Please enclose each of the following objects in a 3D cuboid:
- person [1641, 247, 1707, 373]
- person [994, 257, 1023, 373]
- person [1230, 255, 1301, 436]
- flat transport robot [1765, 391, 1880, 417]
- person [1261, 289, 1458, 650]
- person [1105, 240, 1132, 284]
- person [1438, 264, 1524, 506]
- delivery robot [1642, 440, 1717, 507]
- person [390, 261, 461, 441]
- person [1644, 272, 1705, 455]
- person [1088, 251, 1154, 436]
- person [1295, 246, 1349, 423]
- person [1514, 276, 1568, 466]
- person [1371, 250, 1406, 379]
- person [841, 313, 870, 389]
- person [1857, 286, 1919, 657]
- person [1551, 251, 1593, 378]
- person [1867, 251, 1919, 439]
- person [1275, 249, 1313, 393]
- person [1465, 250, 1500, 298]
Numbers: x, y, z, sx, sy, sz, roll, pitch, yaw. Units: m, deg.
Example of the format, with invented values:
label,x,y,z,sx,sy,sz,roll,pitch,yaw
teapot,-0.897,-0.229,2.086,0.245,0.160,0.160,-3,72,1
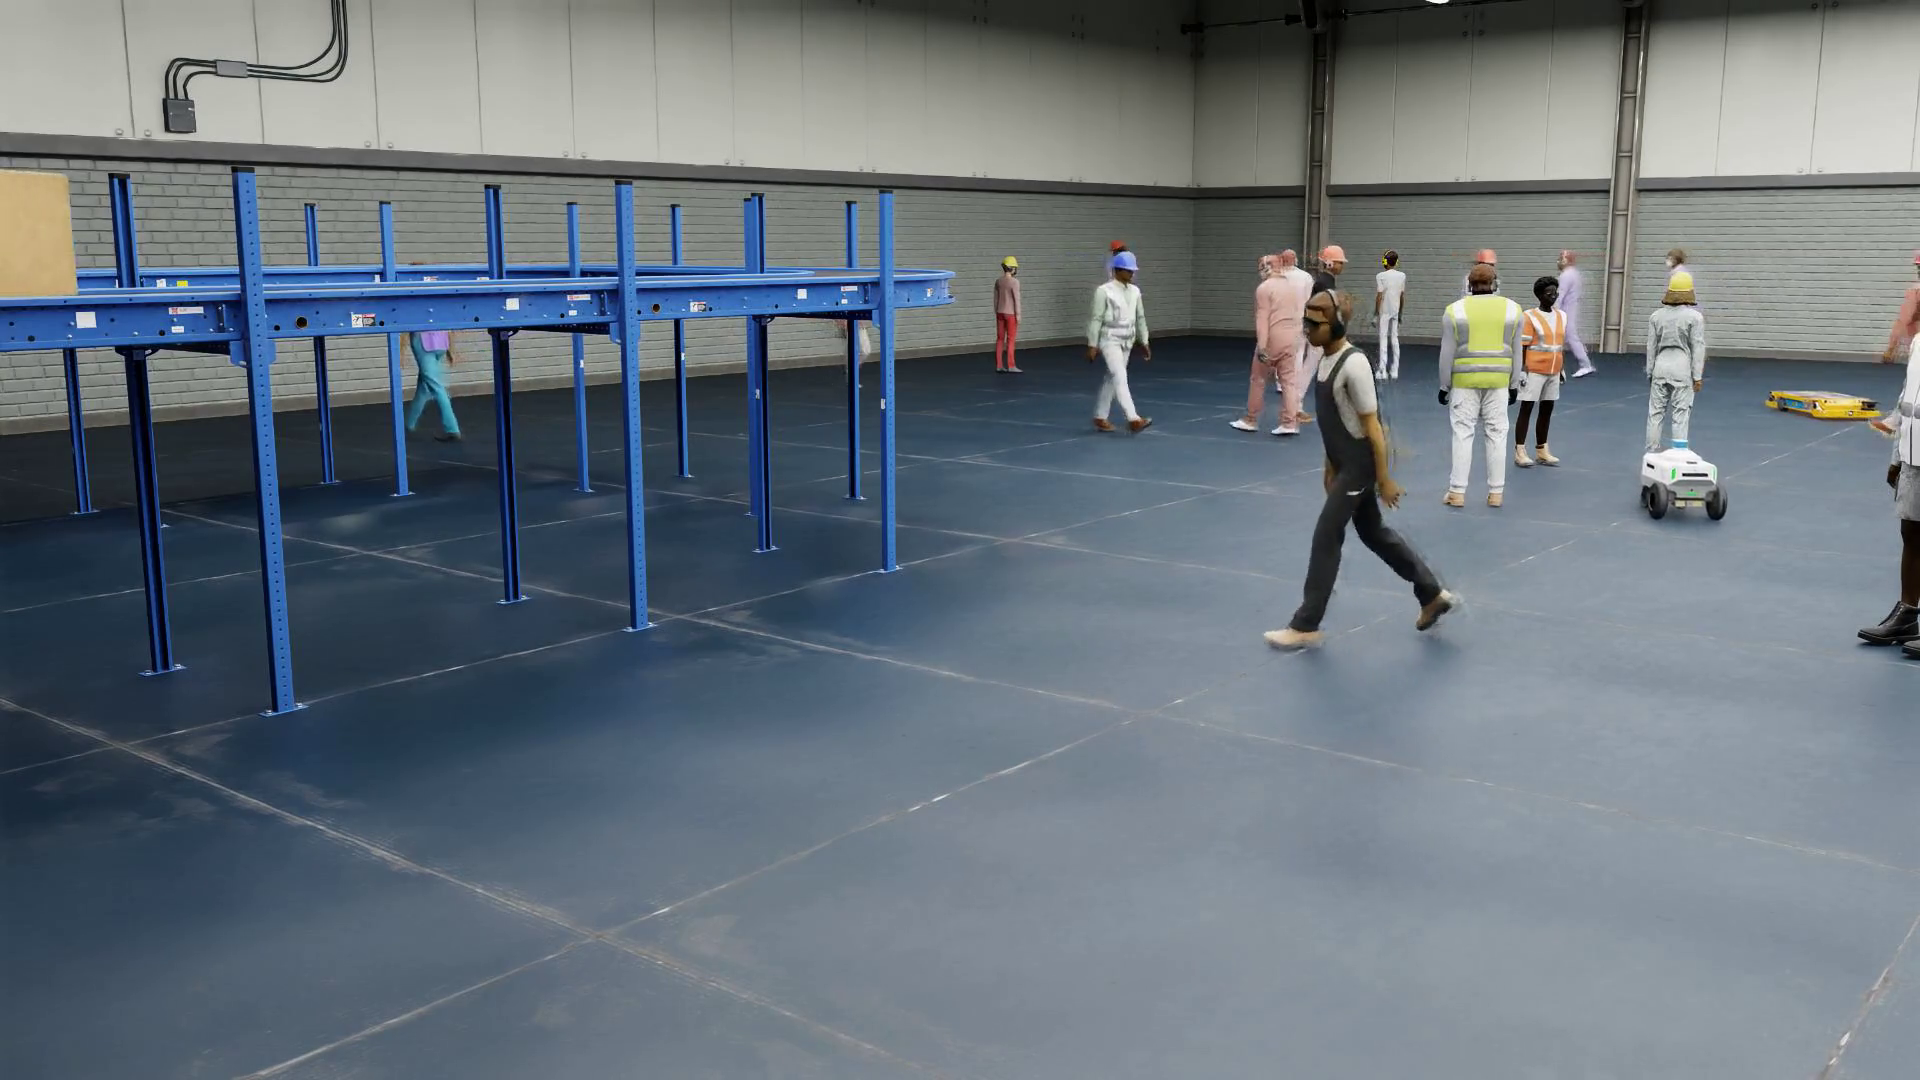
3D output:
label,x,y,z,sx,sy,sz,roll,pitch,yaw
person,10.843,-3.459,25.128,0.858,1.909,0.639,5,11,24
person,0.738,-3.432,25.383,0.329,1.765,0.527,-9,13,-40
person,3.209,-2.023,17.312,0.664,1.851,0.893,-8,13,-37
flat transport robot,10.098,-1.603,19.503,0.652,0.197,1.431,0,10,2
person,2.042,-0.353,8.287,0.983,1.794,0.555,0,10,-1
person,2.962,-4.587,31.082,0.619,2.022,0.824,-8,13,-36
person,3.959,-1.178,12.698,0.619,1.838,0.430,1,10,5
delivery robot,5.339,-0.502,12.355,0.477,0.478,0.707,1,10,5
person,-5.482,-1.911,16.859,0.970,1.789,0.594,4,11,21
person,6.152,-1.423,14.305,0.295,1.743,0.493,-8,13,-39
person,1.714,-2.038,17.304,0.630,1.885,0.991,-9,14,-42
person,4.122,-2.266,18.400,1.019,1.940,0.612,3,11,19
person,5.225,-1.514,14.941,0.541,1.695,0.315,-4,11,-23
person,6.258,-3.297,24.339,0.514,1.872,0.328,-4,11,-23
person,-1.461,-2.894,22.802,0.395,1.627,0.516,10,14,43
person,4.751,-0.405,8.113,0.347,1.943,0.545,-2,10,-10
person,8.988,-3.355,24.701,0.980,1.865,0.647,5,11,24
person,9.481,-1.924,16.507,0.637,1.939,1.012,-4,11,-23
person,4.354,-2.900,22.081,0.674,1.886,0.524,2,11,13
person,7.403,-3.162,23.584,0.551,1.883,1.053,-2,10,-11
